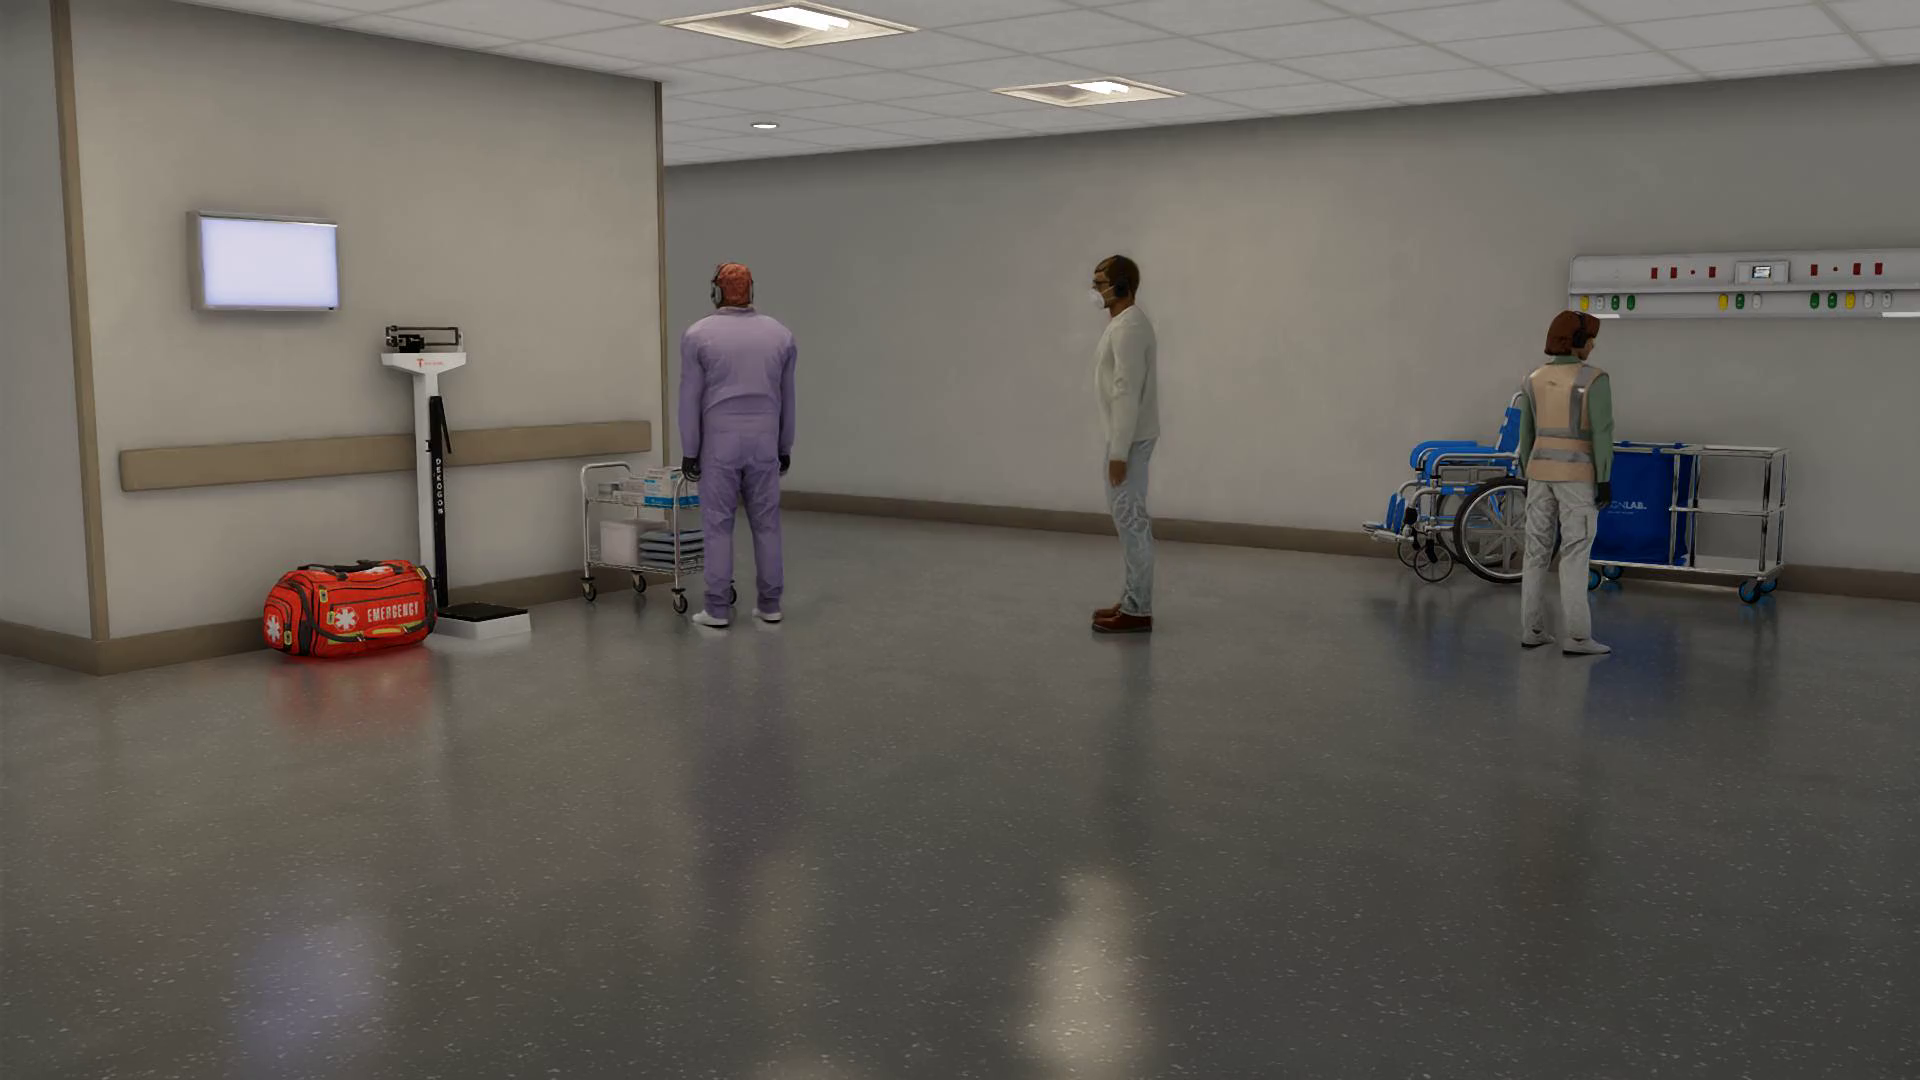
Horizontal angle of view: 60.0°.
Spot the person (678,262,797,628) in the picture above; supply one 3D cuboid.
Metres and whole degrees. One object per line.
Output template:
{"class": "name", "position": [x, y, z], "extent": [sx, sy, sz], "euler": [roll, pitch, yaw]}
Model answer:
{"class": "person", "position": [-1.172, -0.494, 8.708], "extent": [0.648, 1.900, 0.398], "euler": [-4, 8, -30]}

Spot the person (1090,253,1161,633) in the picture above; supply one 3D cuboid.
{"class": "person", "position": [0.846, -0.491, 8.528], "extent": [0.364, 1.936, 0.629], "euler": [1, 7, 6]}

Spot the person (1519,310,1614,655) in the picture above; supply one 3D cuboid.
{"class": "person", "position": [2.890, -0.272, 7.949], "extent": [0.312, 1.638, 0.512], "euler": [-4, 8, -30]}
